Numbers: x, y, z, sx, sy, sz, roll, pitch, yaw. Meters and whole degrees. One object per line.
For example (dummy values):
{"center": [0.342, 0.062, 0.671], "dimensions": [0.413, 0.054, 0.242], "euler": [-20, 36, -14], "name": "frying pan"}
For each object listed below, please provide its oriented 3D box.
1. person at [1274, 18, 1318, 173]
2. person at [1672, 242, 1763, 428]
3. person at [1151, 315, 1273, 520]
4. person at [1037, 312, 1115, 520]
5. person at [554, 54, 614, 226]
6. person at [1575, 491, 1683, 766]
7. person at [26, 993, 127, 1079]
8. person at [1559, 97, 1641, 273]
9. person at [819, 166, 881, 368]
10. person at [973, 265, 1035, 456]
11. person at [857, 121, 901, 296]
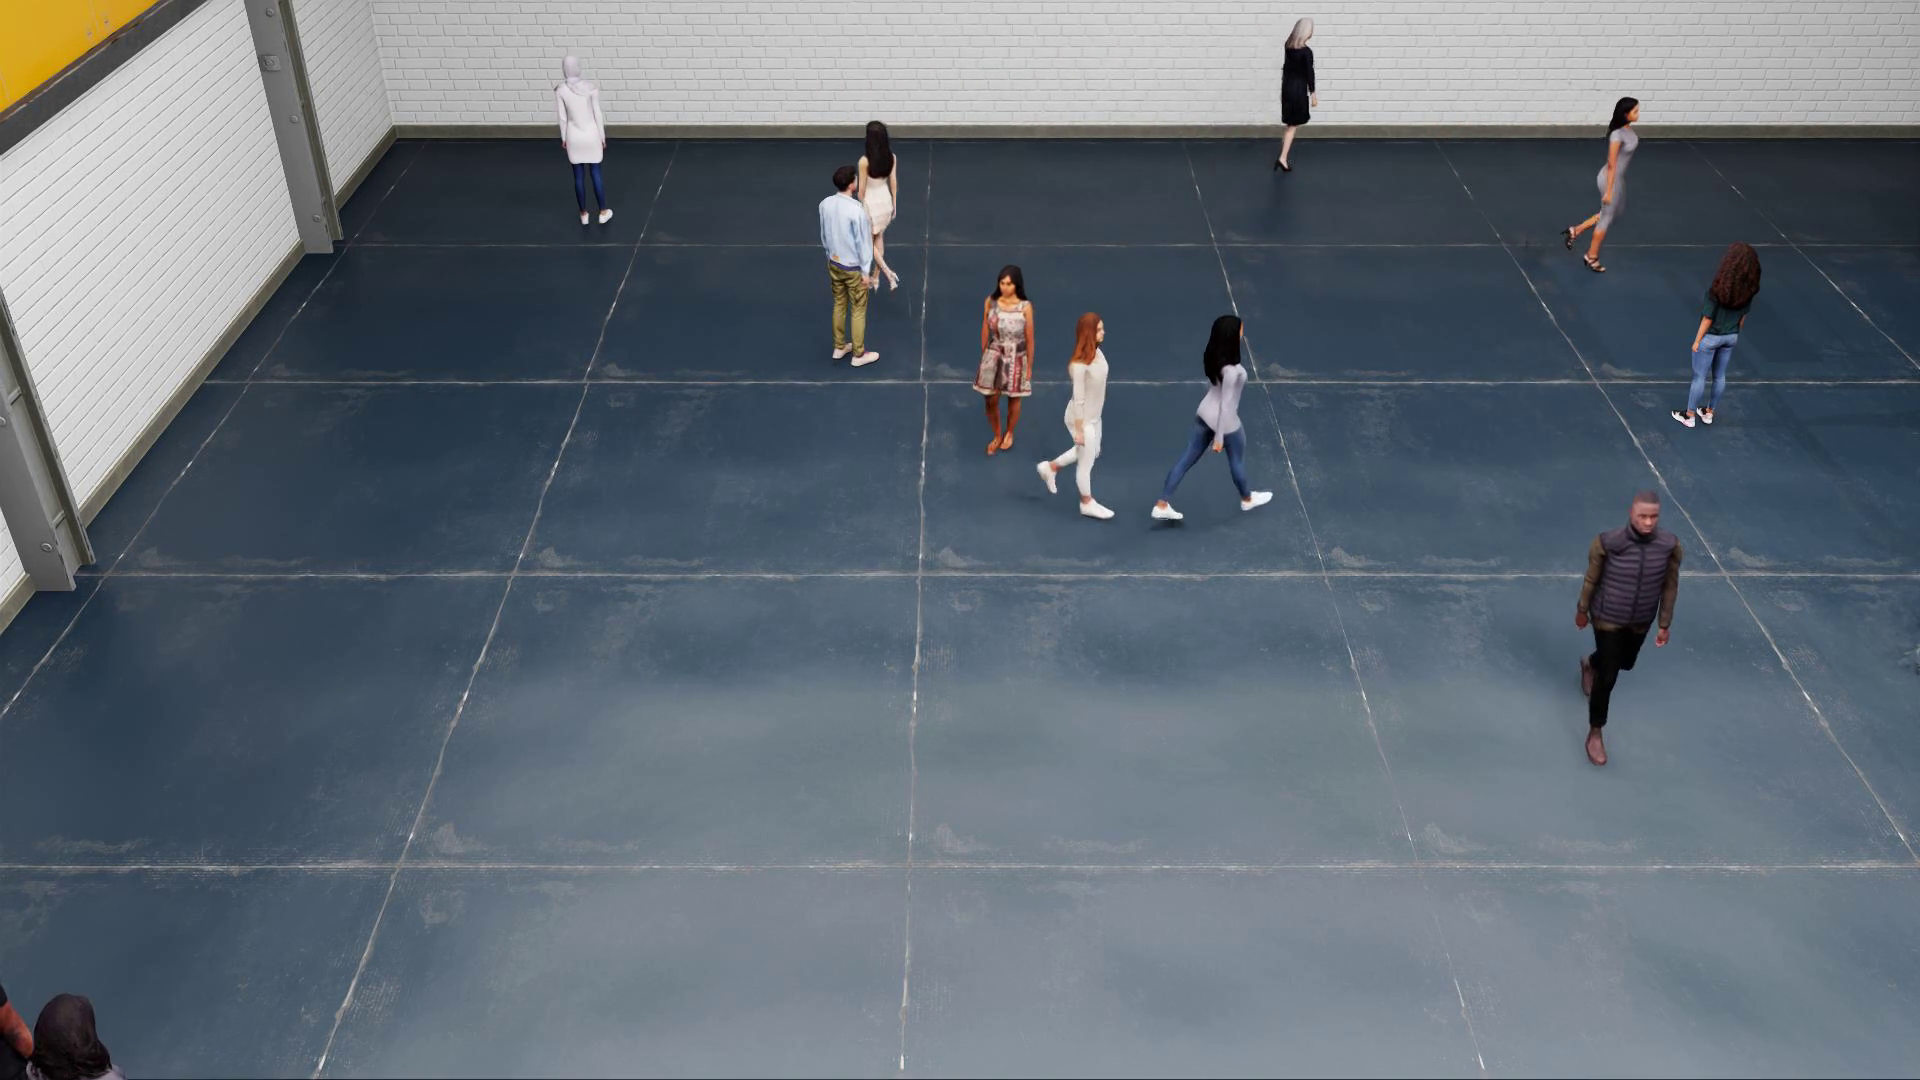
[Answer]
{"center": [3.655, -4.908, 18.475], "dimensions": [0.810, 1.732, 0.720], "euler": [-15, 36, -21], "name": "person"}
{"center": [6.267, -1.694, 13.743], "dimensions": [0.646, 1.617, 0.652], "euler": [-7, 34, -10], "name": "person"}
{"center": [1.819, -0.844, 12.405], "dimensions": [0.956, 1.683, 1.237], "euler": [-10, 35, -15], "name": "person"}
{"center": [0.866, -0.939, 12.533], "dimensions": [0.868, 1.700, 0.931], "euler": [14, 36, 20], "name": "person"}
{"center": [-3.927, -4.168, 17.322], "dimensions": [0.608, 1.775, 0.535], "euler": [-2, 34, -2], "name": "person"}
{"center": [4.112, 0.445, 10.356], "dimensions": [0.700, 1.804, 1.134], "euler": [1, 34, 1], "name": "person"}
{"center": [-3.674, 2.670, 7.060], "dimensions": [0.710, 1.746, 0.739], "euler": [8, 34, 12], "name": "person"}
{"center": [6.286, -3.489, 16.307], "dimensions": [0.855, 1.768, 0.828], "euler": [17, 37, 24], "name": "person"}
{"center": [-0.985, -2.420, 14.661], "dimensions": [0.750, 1.810, 0.798], "euler": [26, 42, 34], "name": "person"}
{"center": [0.411, -1.495, 13.428], "dimensions": [0.735, 1.634, 0.783], "euler": [9, 35, 14], "name": "person"}
{"center": [-0.757, -3.082, 15.736], "dimensions": [0.818, 1.723, 0.918], "euler": [-20, 38, -27], "name": "person"}
